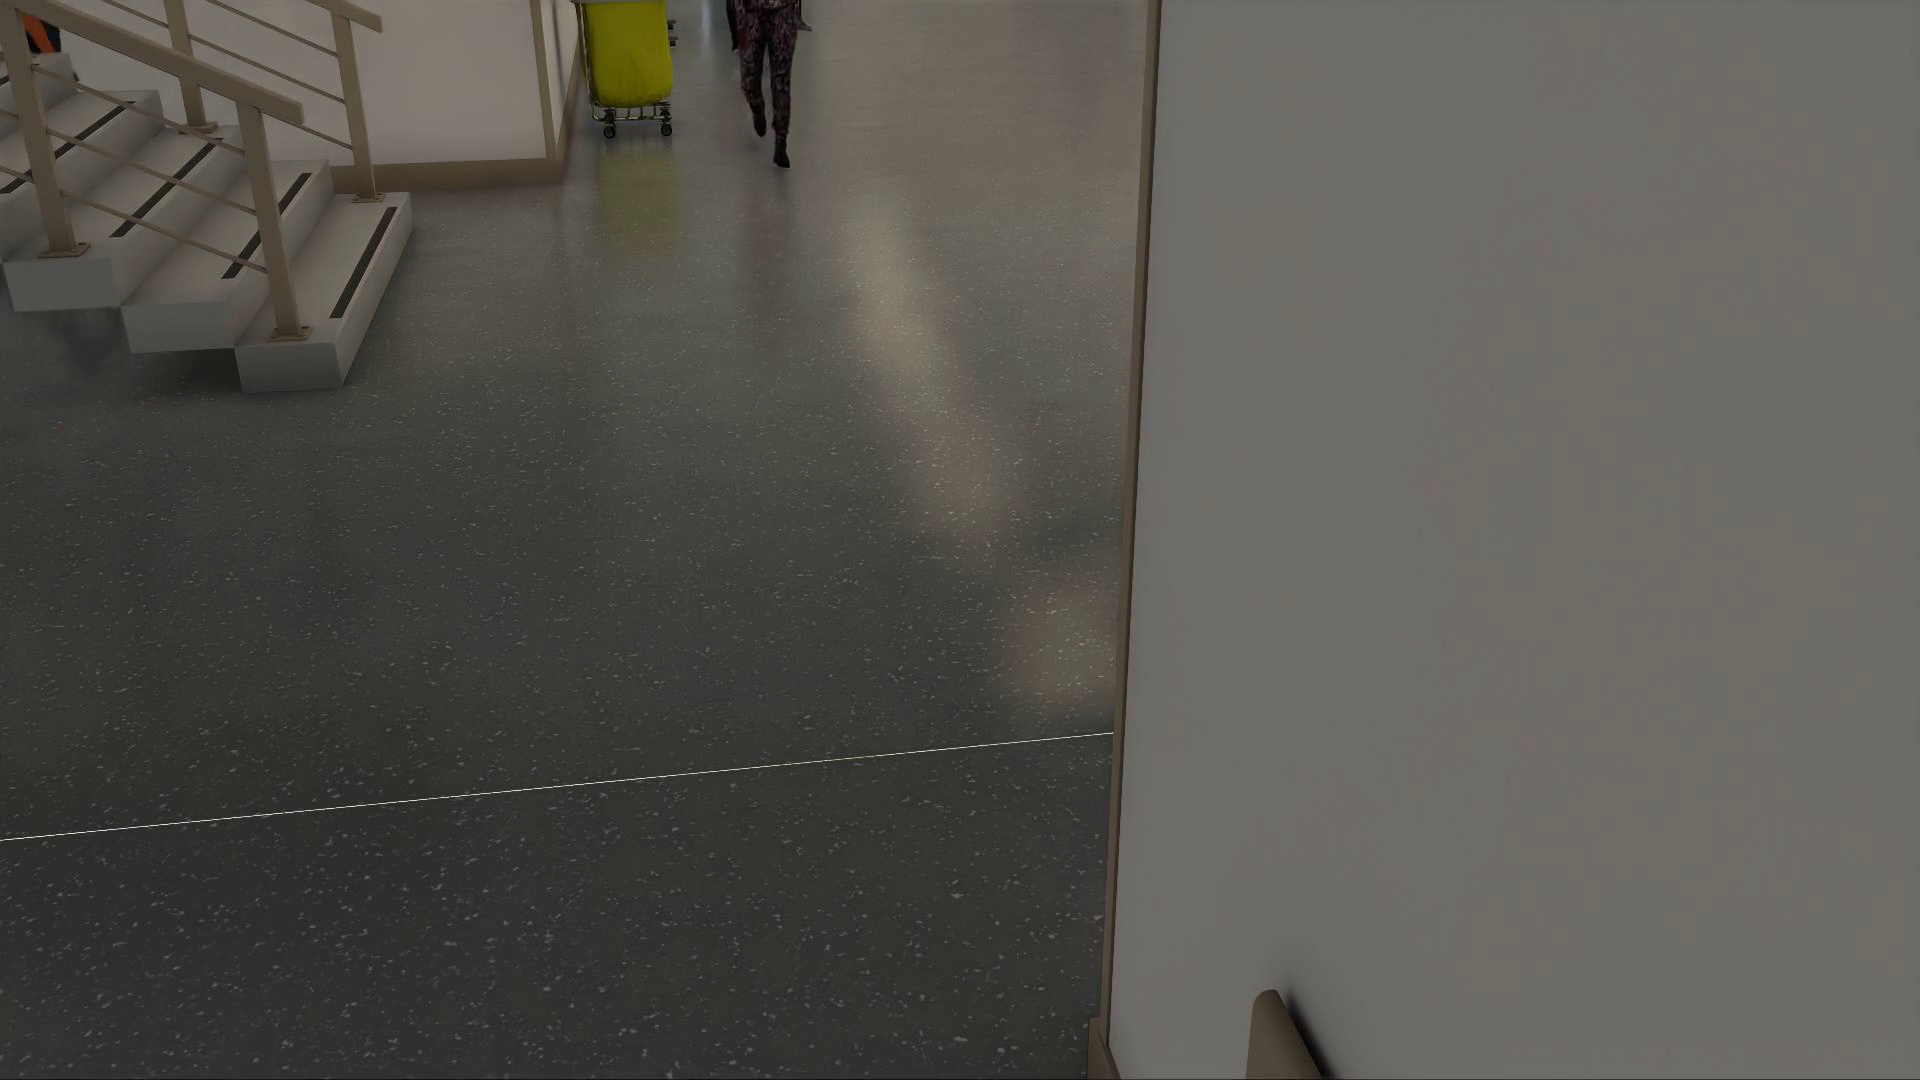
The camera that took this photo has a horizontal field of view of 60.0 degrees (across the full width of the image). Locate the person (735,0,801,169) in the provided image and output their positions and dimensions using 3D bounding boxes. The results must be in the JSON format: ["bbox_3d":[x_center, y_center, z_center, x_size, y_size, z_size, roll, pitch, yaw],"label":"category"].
[{"bbox_3d":[-1.228,-3.228,10.432,0.921,1.697,0.634,-6,26,-12],"label":"person"}]

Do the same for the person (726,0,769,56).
[{"bbox_3d":[-1.794,-5.066,14.142,1.192,1.785,0.778,-2,26,-4],"label":"person"}]
